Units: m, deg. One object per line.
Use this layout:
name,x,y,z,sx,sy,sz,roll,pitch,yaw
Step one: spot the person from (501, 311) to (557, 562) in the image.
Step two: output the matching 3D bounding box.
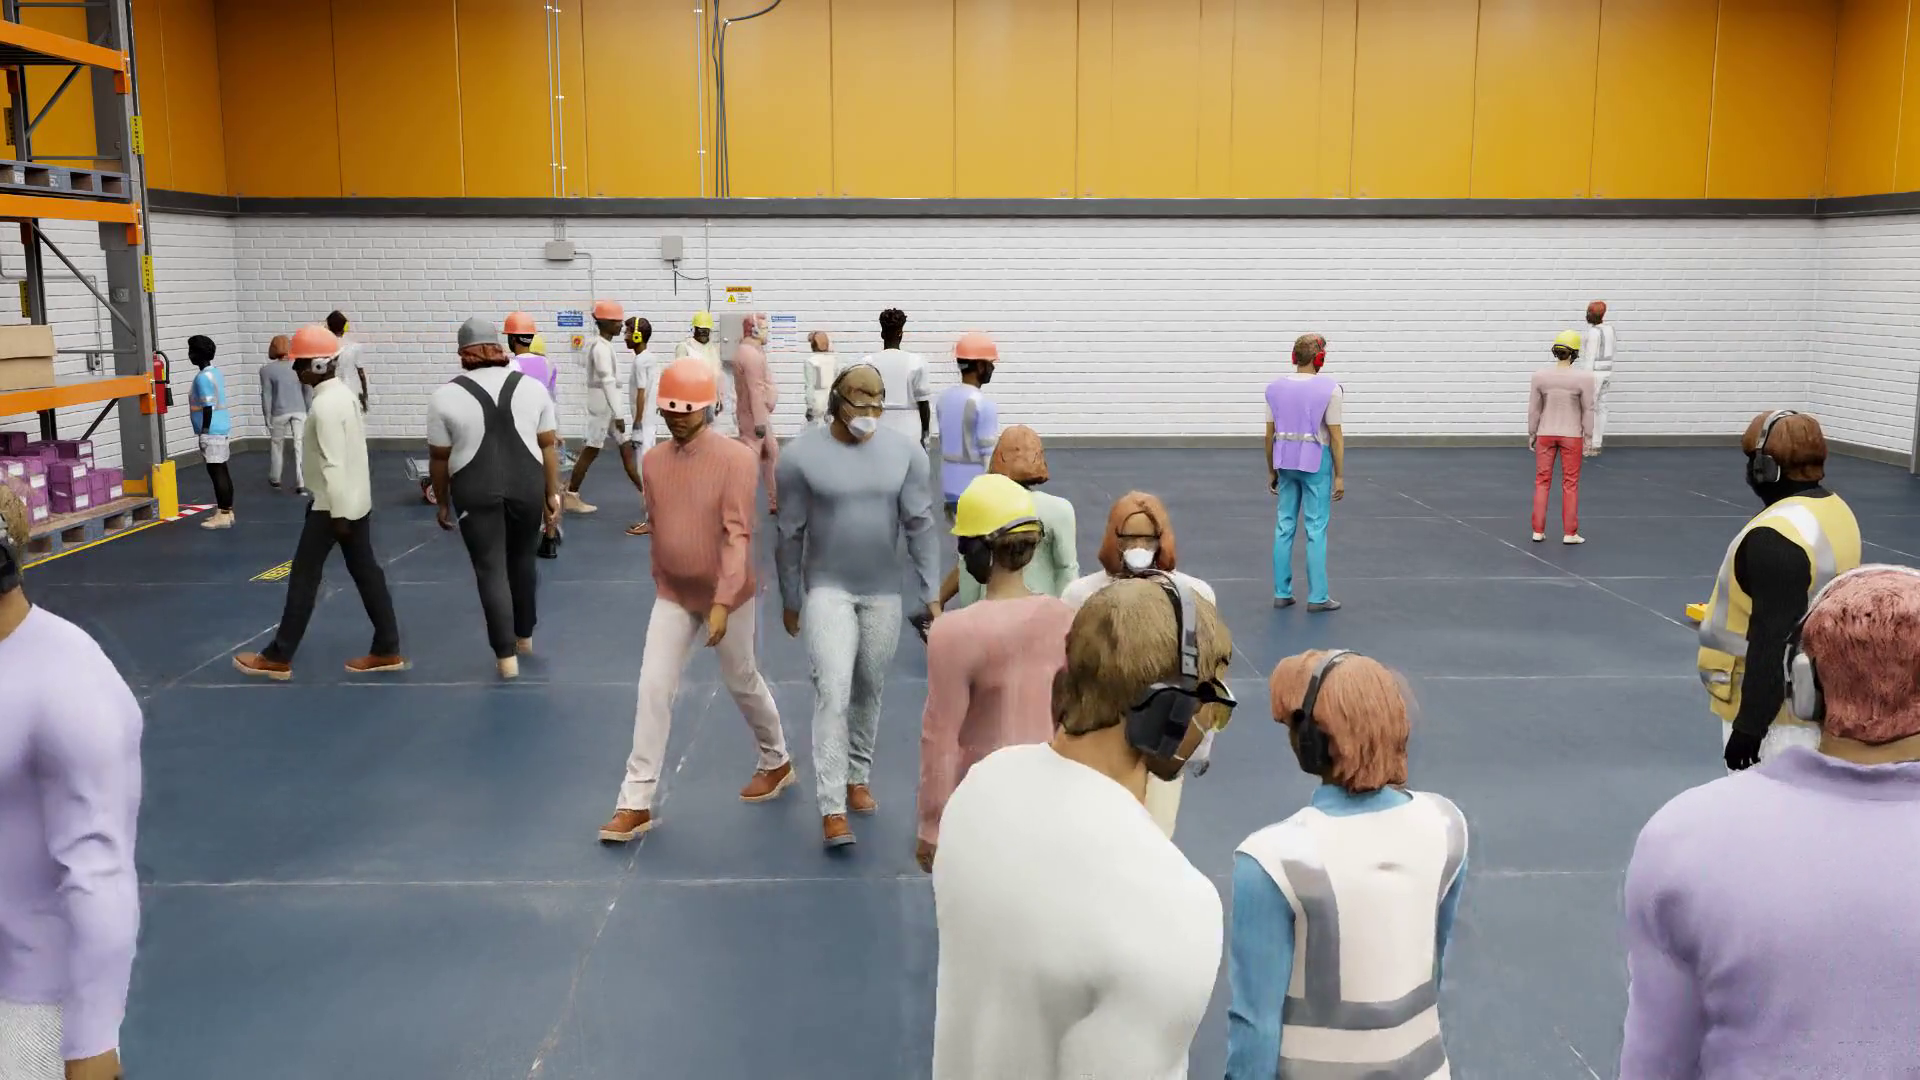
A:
person,-3.362,-0.788,12.855,0.360,1.939,0.543,6,11,32

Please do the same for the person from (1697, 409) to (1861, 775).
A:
person,2.518,0.515,5.172,0.429,1.839,0.627,8,12,40

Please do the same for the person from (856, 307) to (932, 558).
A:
person,-0.521,-0.825,13.012,0.604,1.962,0.367,0,9,1

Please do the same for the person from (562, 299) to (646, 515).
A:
person,-3.198,-1.212,15.313,1.072,1.981,0.636,-1,9,-6

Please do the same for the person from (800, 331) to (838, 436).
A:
person,-1.546,-1.403,17.636,0.759,1.607,0.534,8,12,40

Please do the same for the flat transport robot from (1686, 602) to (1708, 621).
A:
flat transport robot,5.395,0.445,10.393,1.431,0.197,0.652,0,9,-1

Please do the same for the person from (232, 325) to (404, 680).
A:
person,-3.589,-0.198,9.200,0.953,1.955,0.619,-1,9,-6

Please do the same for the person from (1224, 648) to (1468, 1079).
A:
person,0.649,0.988,2.947,0.519,1.625,0.425,-4,10,-25

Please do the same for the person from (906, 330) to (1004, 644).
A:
person,0.031,-0.290,9.888,0.837,1.914,0.560,-6,11,-31

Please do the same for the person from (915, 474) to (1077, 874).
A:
person,0.160,0.702,4.301,0.667,1.740,0.521,9,13,44

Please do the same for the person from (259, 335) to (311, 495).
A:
person,-6.826,-1.265,16.845,0.504,1.597,0.830,-6,11,-32

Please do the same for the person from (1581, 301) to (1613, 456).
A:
person,7.735,-1.955,20.236,0.352,1.869,0.617,9,13,43

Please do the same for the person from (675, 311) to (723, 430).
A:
person,-2.747,-1.521,17.699,0.404,1.824,0.586,6,11,35

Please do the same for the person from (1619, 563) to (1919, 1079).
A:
person,1.214,0.973,2.267,0.646,1.873,0.853,8,12,40

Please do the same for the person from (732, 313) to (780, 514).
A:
person,-1.924,-1.139,15.204,0.887,1.872,0.648,-2,9,-11

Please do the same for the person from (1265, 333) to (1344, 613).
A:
person,2.271,-0.439,11.009,0.563,1.843,0.389,8,12,39

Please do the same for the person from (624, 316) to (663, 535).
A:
person,-2.720,-0.974,14.251,0.331,1.866,0.515,0,9,0

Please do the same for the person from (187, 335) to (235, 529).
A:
person,-6.557,-0.944,14.548,0.317,1.696,0.540,-2,9,-13

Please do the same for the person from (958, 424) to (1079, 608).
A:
person,0.244,0.341,6.859,0.507,1.636,0.277,3,10,16

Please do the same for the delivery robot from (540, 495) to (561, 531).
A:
delivery robot,-3.618,-0.285,13.716,0.707,0.478,0.477,8,12,40

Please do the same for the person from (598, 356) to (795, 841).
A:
person,-1.048,0.210,6.813,0.590,1.934,1.019,4,10,25

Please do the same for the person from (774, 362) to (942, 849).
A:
person,-0.388,0.251,6.629,0.632,1.893,0.893,-3,10,-18

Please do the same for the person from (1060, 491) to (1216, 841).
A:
person,0.539,0.627,5.259,0.517,1.576,0.901,1,9,9

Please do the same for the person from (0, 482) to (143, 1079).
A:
person,-1.740,0.820,3.024,0.652,1.928,0.435,5,10,26

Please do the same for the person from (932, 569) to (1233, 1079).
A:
person,0.104,0.966,2.314,1.063,1.878,0.675,-4,10,-25

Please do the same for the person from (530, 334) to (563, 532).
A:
person,-3.722,-0.928,14.425,0.506,1.713,0.612,2,10,15

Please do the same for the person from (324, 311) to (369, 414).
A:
person,-6.590,-1.526,17.738,0.531,1.830,0.895,-3,10,-19

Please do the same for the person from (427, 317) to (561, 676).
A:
person,-2.688,-0.290,9.490,0.696,2.000,0.924,-5,10,-28

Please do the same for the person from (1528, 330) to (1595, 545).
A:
person,4.961,-0.844,13.726,0.535,1.767,0.315,7,11,36
